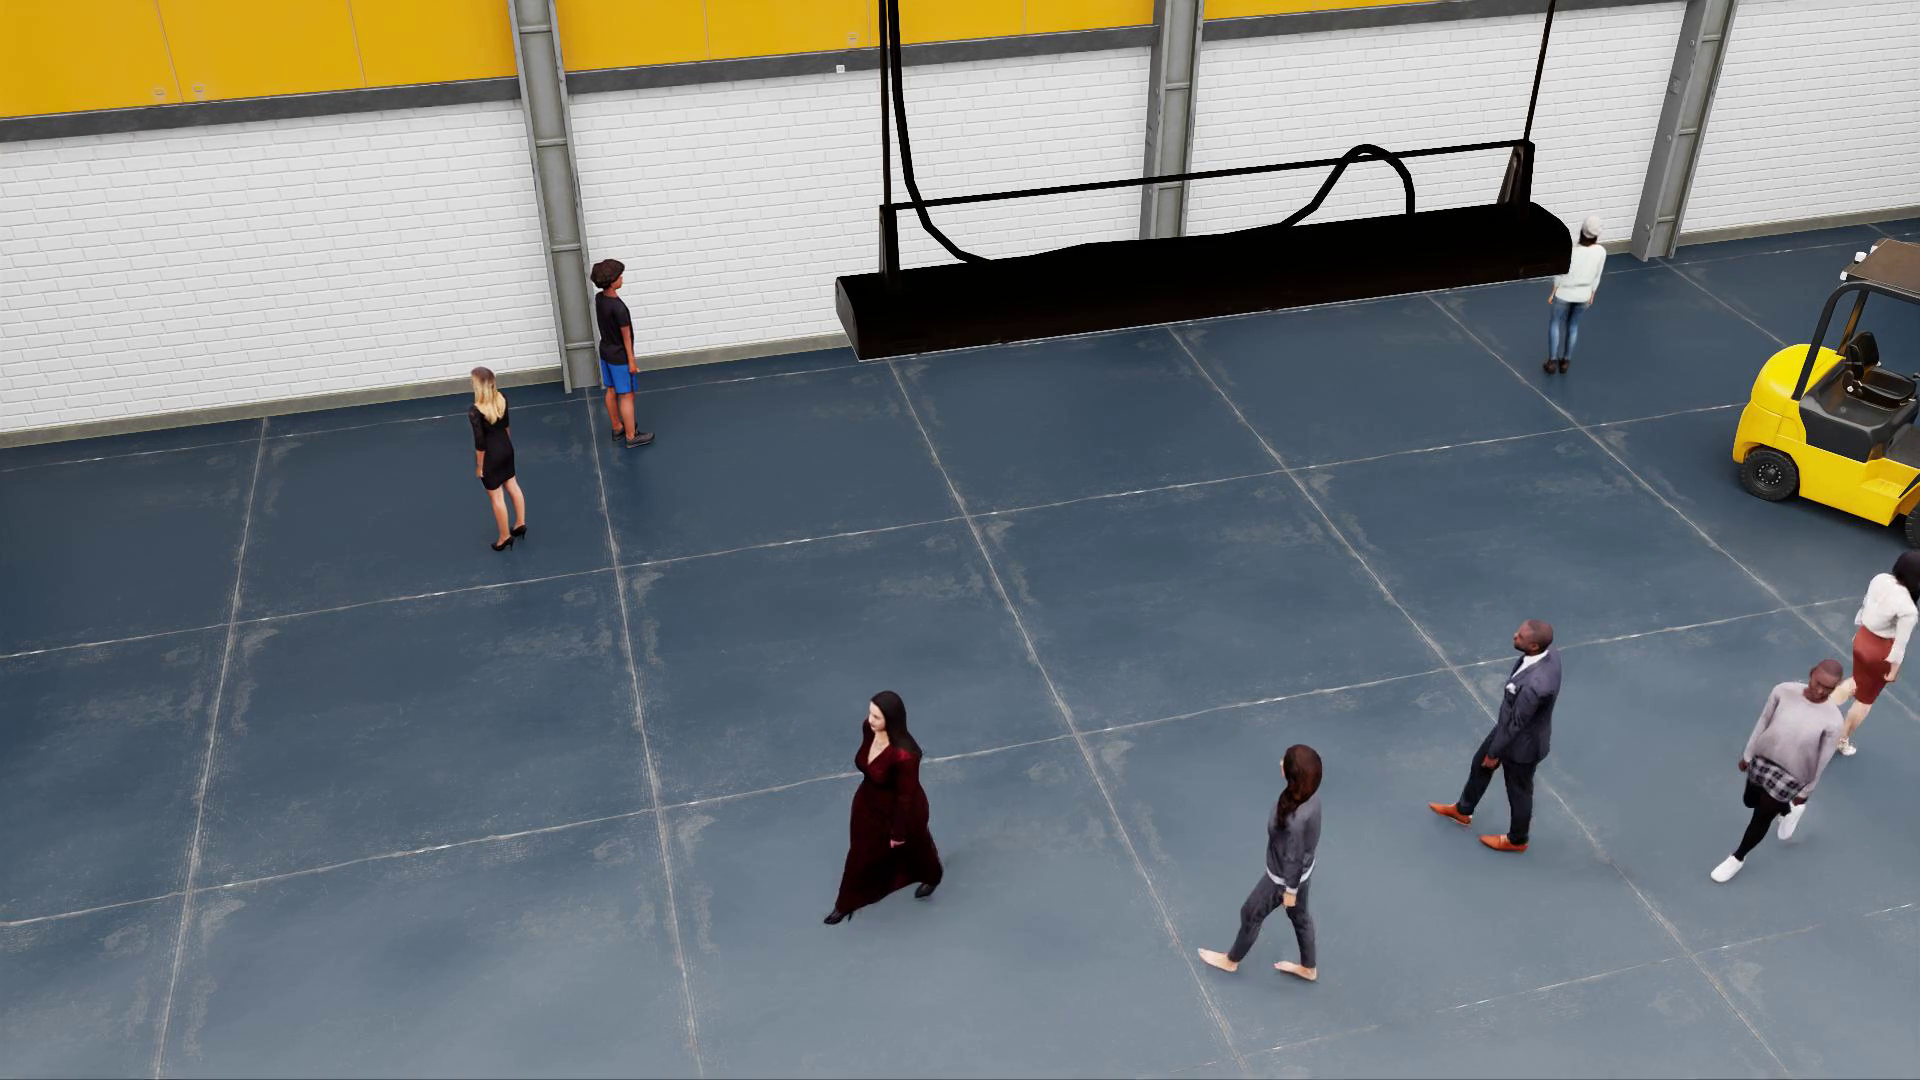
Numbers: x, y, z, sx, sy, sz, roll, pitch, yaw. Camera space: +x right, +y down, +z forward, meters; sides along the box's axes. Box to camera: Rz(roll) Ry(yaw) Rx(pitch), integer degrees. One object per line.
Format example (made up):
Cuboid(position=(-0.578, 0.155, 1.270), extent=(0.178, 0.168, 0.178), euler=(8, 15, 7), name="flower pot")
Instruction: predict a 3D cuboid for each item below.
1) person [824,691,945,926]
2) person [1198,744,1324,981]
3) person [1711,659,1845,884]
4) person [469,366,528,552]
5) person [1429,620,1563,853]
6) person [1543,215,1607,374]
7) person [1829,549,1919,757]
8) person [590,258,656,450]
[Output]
Cuboid(position=(-0.330, 1.600, 10.132), extent=(1.177, 1.708, 0.958), euler=(-24, 41, -32), name="person")
Cuboid(position=(1.985, 1.923, 9.619), extent=(1.063, 1.739, 0.958), euler=(12, 36, 18), name="person")
Cuboid(position=(5.187, 1.394, 10.404), extent=(1.088, 1.750, 0.857), euler=(-20, 39, -27), name="person")
Cuboid(position=(-3.787, -0.672, 13.578), extent=(0.647, 1.677, 0.604), euler=(15, 36, 21), name="person")
Cuboid(position=(3.625, 1.281, 10.526), extent=(1.074, 1.803, 0.994), euler=(13, 36, 18), name="person")
Cuboid(position=(5.960, -2.377, 16.175), extent=(0.564, 1.642, 0.704), euler=(0, 34, -1), name="person")
Cuboid(position=(6.133, 0.799, 11.310), extent=(0.724, 1.738, 0.661), euler=(-4, 34, -6), name="person")
Cuboid(position=(-3.092, -1.690, 15.001), extent=(0.693, 1.798, 0.685), euler=(-26, 42, -34), name="person")
